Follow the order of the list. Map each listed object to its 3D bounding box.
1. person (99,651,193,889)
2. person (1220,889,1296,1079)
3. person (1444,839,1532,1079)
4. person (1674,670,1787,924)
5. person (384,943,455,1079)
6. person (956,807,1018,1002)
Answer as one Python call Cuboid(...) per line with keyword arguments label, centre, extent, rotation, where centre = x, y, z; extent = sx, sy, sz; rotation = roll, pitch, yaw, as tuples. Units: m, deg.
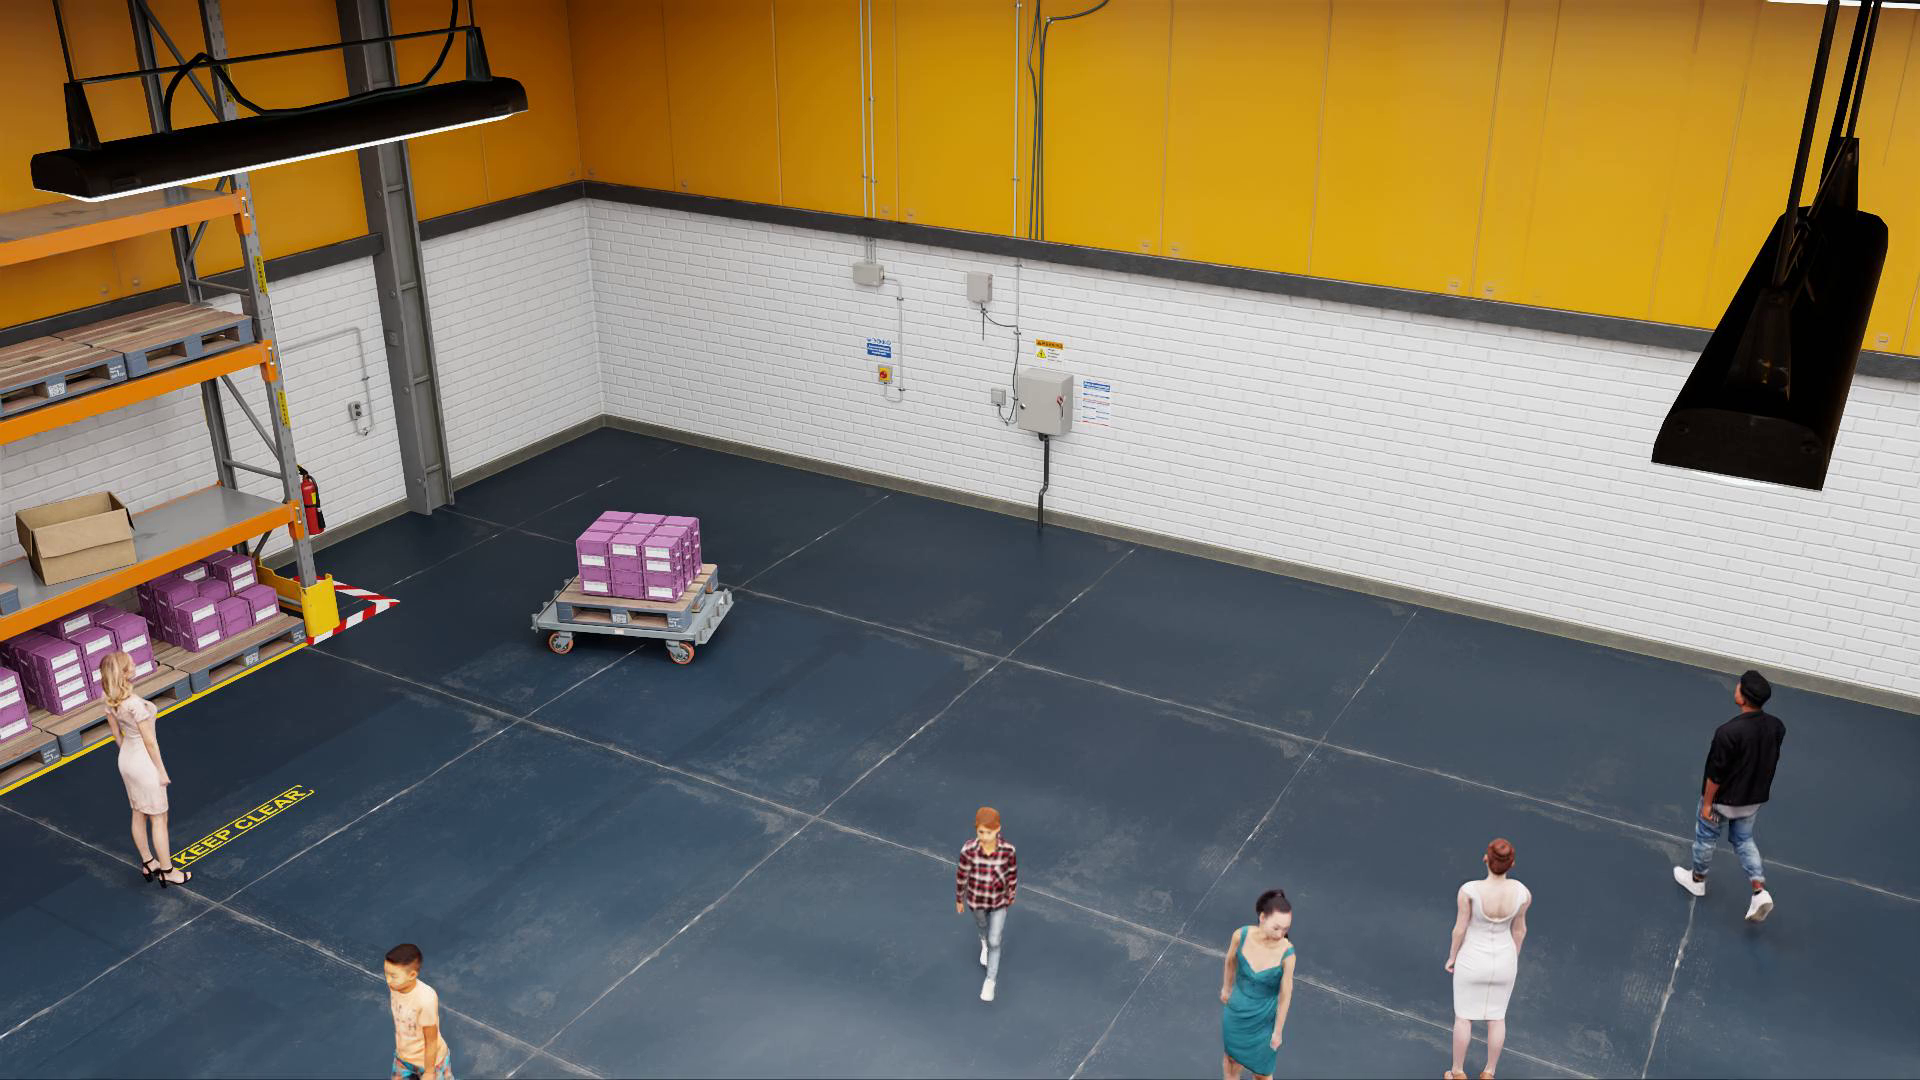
Cuboid(label="person", centre=(-5.698, 1.592, 11.553), extent=(0.567, 1.830, 0.485), rotation=(13, 27, 28))
Cuboid(label="person", centre=(1.636, 2.634, 9.368), extent=(0.563, 1.670, 0.719), rotation=(-19, 30, -36))
Cuboid(label="person", centre=(3.029, 2.467, 9.600), extent=(0.629, 1.792, 0.612), rotation=(2, 24, 4))
Cuboid(label="person", centre=(5.303, 1.744, 11.251), extent=(1.080, 1.794, 1.155), rotation=(-6, 24, -13))
Cuboid(label="person", centre=(-2.922, 2.824, 9.225), extent=(0.527, 1.437, 0.835), rotation=(12, 26, 25))
Cuboid(label="person", centre=(0.183, 2.260, 10.724), extent=(0.777, 1.270, 0.996), rotation=(3, 24, 6))
